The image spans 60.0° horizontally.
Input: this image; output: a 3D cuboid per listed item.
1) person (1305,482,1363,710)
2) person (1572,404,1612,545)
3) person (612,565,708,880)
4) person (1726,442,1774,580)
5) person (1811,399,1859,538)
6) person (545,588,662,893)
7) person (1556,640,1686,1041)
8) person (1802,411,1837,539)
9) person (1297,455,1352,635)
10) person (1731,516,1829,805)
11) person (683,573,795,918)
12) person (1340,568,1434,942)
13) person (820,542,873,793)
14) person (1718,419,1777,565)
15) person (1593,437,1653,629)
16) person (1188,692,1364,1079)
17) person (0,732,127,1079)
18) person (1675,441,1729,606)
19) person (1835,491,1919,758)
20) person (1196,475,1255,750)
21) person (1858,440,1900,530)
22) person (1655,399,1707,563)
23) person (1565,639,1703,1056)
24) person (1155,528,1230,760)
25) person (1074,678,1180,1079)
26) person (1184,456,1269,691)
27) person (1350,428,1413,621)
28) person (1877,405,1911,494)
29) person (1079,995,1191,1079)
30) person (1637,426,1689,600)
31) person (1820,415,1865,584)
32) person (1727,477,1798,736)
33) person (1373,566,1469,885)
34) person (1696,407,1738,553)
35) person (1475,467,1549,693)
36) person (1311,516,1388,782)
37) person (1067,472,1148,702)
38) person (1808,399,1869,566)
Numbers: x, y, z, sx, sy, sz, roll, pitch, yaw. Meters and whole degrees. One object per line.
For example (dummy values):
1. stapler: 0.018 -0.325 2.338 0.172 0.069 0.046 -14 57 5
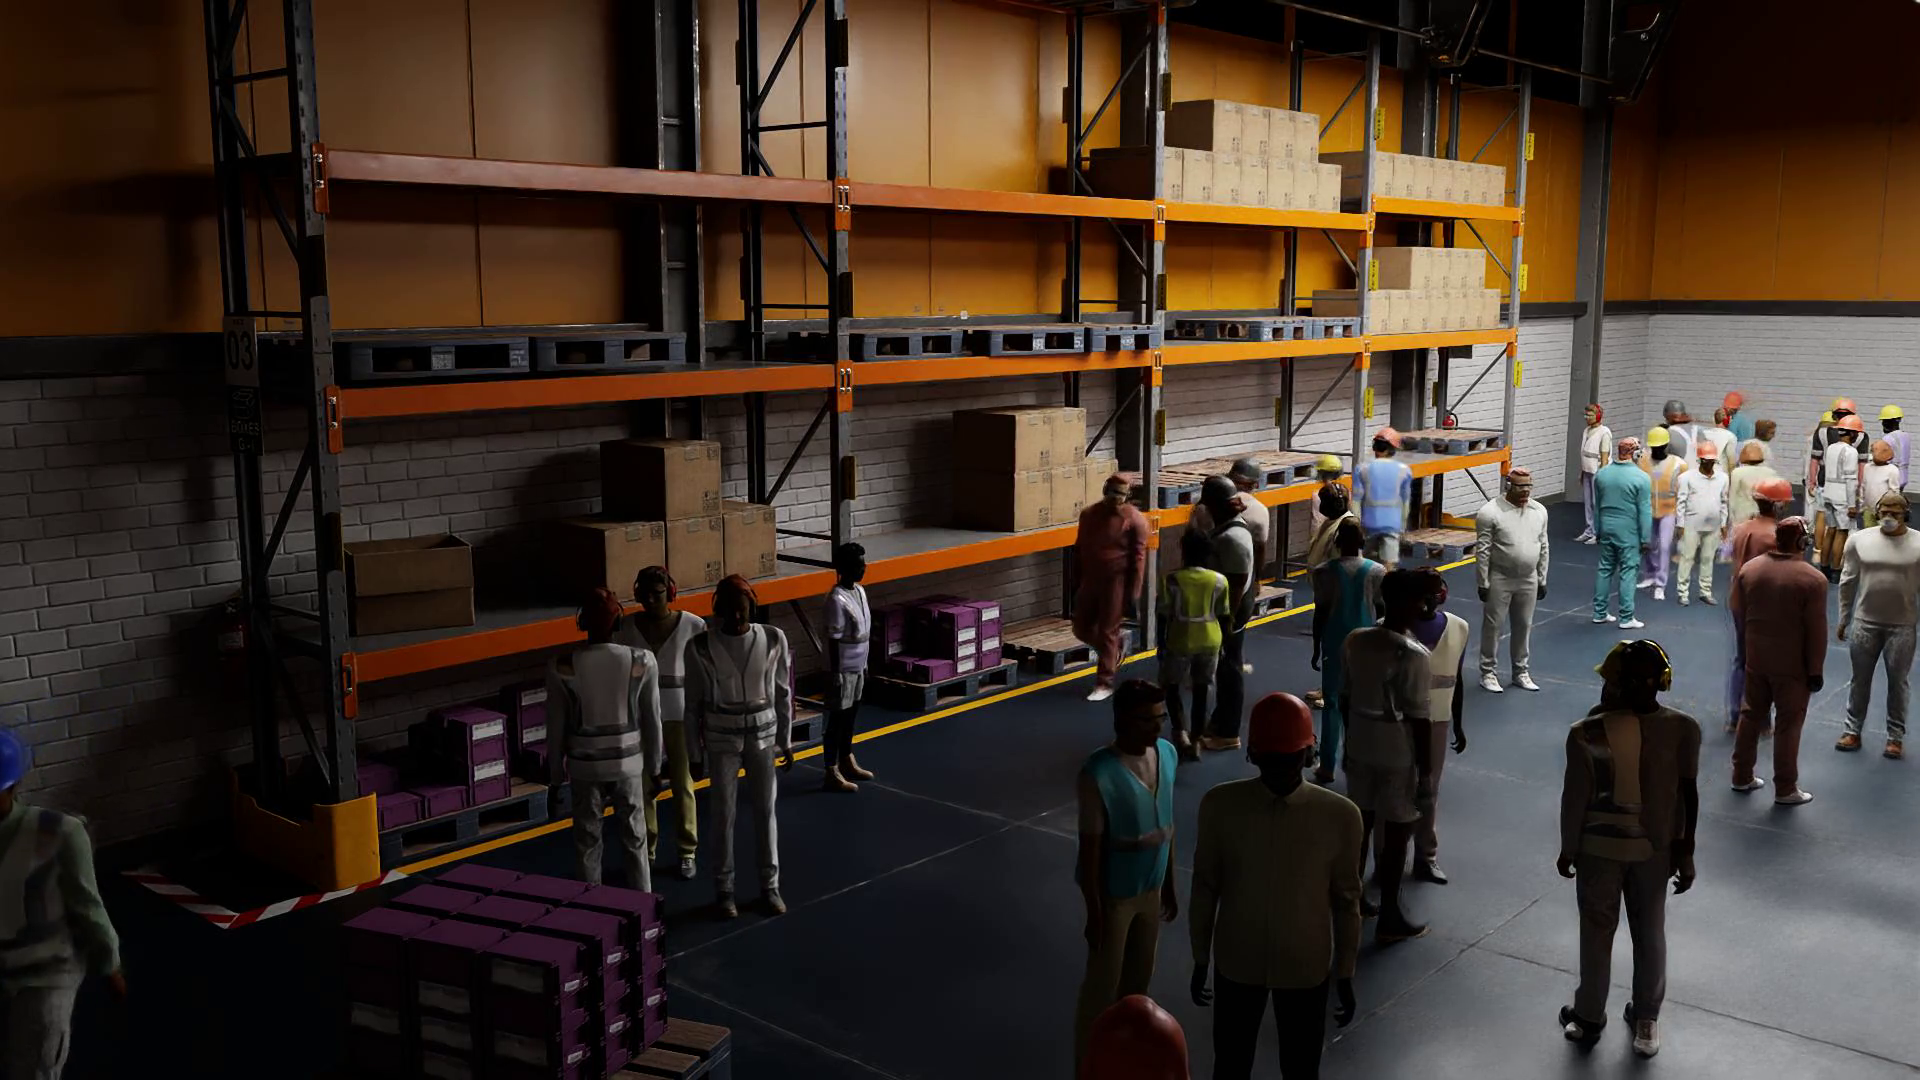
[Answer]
1. person: 3.009 0.443 13.402 0.429 1.837 0.623 -1 9 -4
2. person: 8.310 -0.857 21.755 0.393 1.838 0.561 -1 9 -7
3. person: -1.712 1.040 9.540 0.567 1.838 0.384 0 9 -3
4. person: 8.972 -0.296 18.853 0.506 1.618 0.434 -1 9 -4
5. person: 11.773 -0.948 22.265 0.604 1.887 0.937 -2 9 -10
6. person: -1.809 1.177 8.492 0.577 1.882 0.349 -3 9 -16
7. person: 2.980 1.353 7.504 0.590 1.837 0.404 0 9 -3
8. person: 11.407 -0.836 21.976 0.490 1.730 0.324 3 9 20
9. person: 3.556 0.066 16.139 0.584 1.741 0.339 -6 11 -35
10. person: 5.447 0.782 11.012 0.397 1.899 0.639 -4 10 -26
11. person: -1.192 1.104 8.987 0.589 1.877 0.359 -3 9 -19
12. person: 2.228 1.115 8.715 0.372 1.947 0.656 -5 10 -30
13. person: -0.768 0.848 11.241 0.319 1.691 0.536 3 9 17
14. person: 9.650 -0.578 20.148 0.976 1.781 0.553 -2 9 -12
15. person: 6.589 -0.072 16.513 0.399 1.899 0.646 -5 10 -28
16. person: 1.119 1.515 5.948 0.611 1.996 0.378 2 9 12
17. person: -3.417 1.578 5.949 0.648 1.862 1.110 0 9 -1
18. person: 7.864 -0.174 17.618 0.571 1.751 0.329 -1 9 -4
19. person: 6.689 0.602 12.029 0.635 1.936 0.355 7 11 39
20. person: 1.897 0.516 12.248 0.536 2.000 0.676 1 9 6
21. person: 10.460 -0.322 18.967 0.286 1.631 0.501 -2 9 -15
22. person: 8.717 -0.750 20.417 0.698 2.000 0.959 -4 10 -22
23. person: 3.006 1.352 7.413 0.535 1.868 0.309 6 11 35
24. person: 1.657 0.750 11.874 0.553 1.675 0.365 -1 9 -5
25. person: 0.671 1.456 6.868 0.390 1.836 0.561 8 12 41
26. person: 2.242 0.234 14.070 0.856 2.000 0.704 -8 12 -43
27. person: 4.201 -0.130 16.644 0.614 1.976 0.869 1 9 9
28. person: 11.484 -0.707 20.562 0.591 1.913 0.399 -7 11 -38
29. person: 0.363 1.914 3.562 0.543 1.939 0.359 -1 9 -4
30. person: 7.658 -0.326 18.206 0.620 1.884 0.822 6 11 34
31. person: 10.056 -0.463 18.951 0.388 1.926 0.549 0 9 -1
32. person: 6.049 0.508 12.535 0.452 1.975 0.617 -2 9 -15
33. person: 2.598 1.044 9.480 0.567 1.841 0.375 -1 9 -8
34. person: 9.592 -0.762 21.117 0.381 1.844 0.566 -3 9 -20
35. person: 4.619 0.332 13.900 0.644 1.900 0.399 -2 9 -11
36. person: 2.653 0.748 11.381 0.508 1.846 0.345 1 9 4
37. person: 1.199 0.371 13.717 0.673 1.875 0.595 7 11 38
38. person: 10.598 -0.690 20.087 0.617 2.028 0.410 5 10 29
